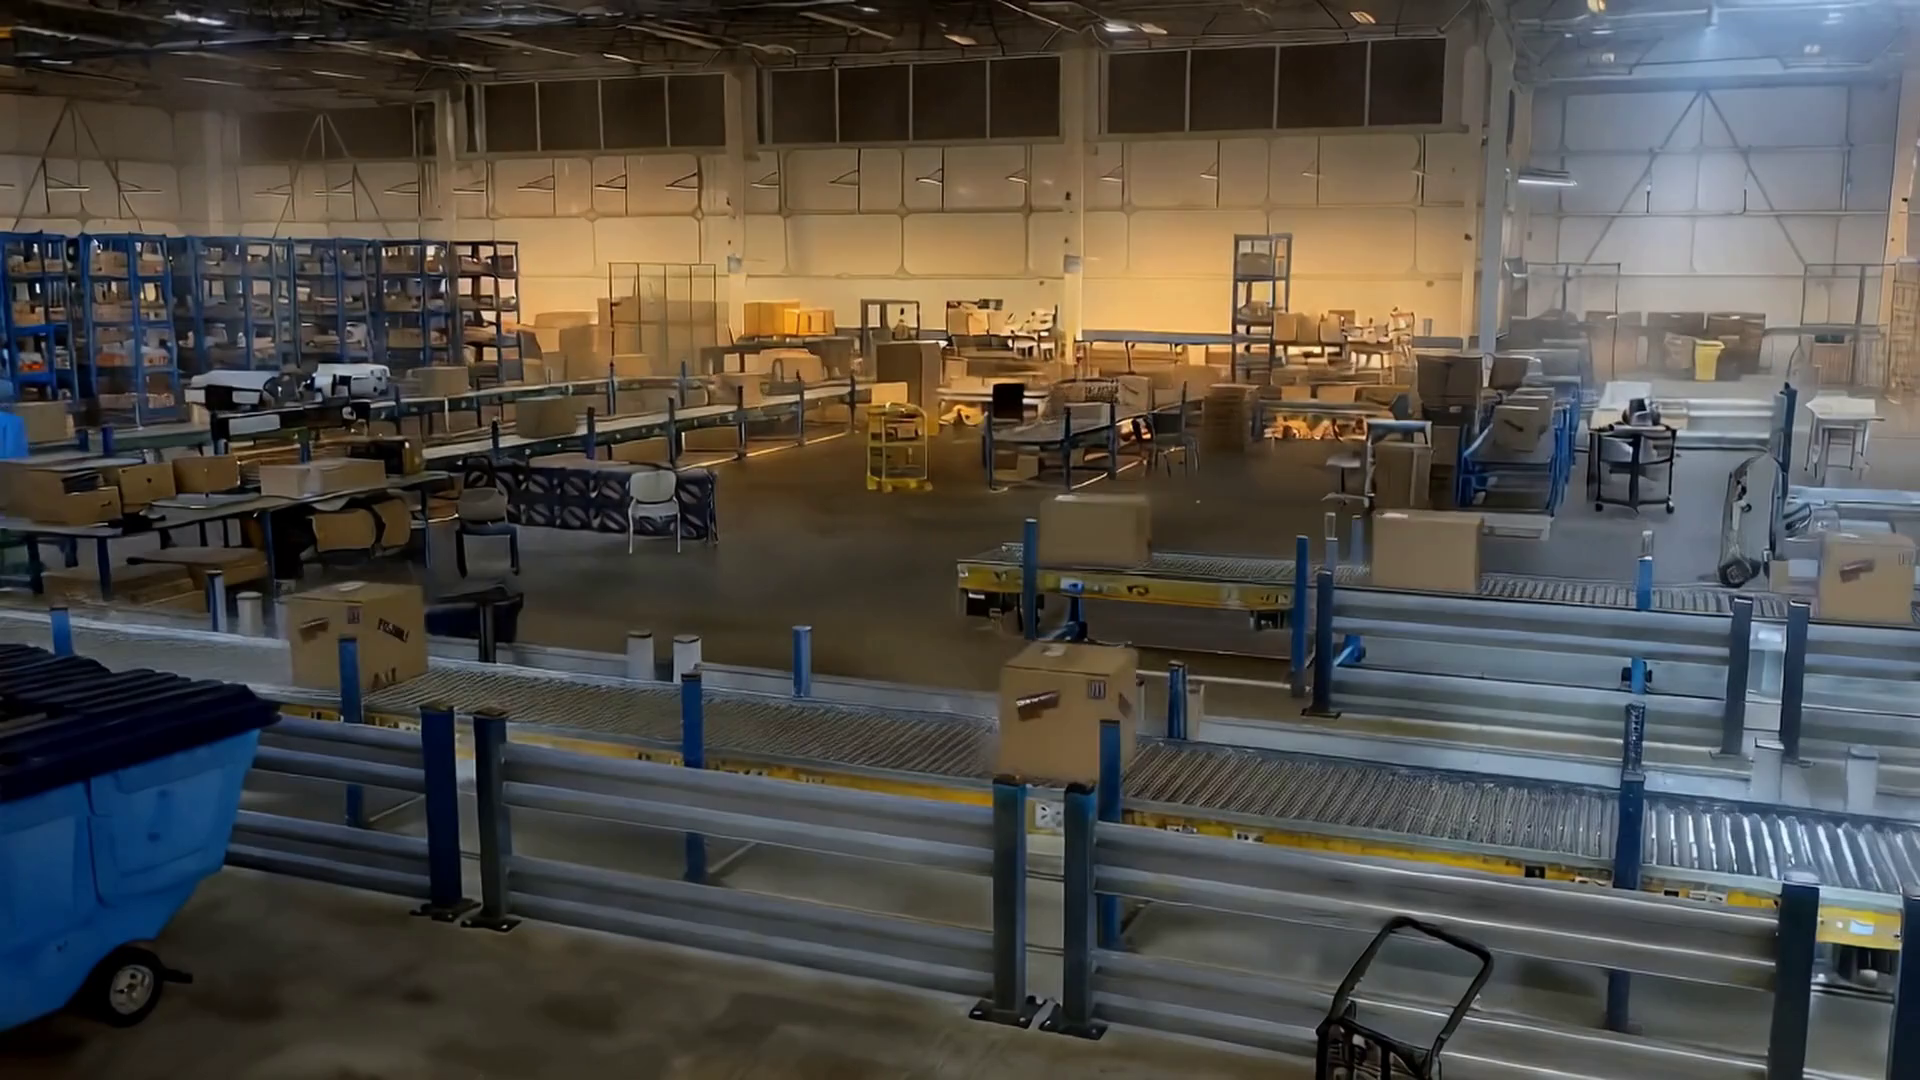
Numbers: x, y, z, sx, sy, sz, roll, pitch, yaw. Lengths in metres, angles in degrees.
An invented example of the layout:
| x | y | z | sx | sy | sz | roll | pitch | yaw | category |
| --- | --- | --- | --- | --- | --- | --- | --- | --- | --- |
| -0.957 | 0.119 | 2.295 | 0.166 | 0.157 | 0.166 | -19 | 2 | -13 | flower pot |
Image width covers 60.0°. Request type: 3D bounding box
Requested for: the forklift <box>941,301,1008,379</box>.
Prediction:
| x | y | z | sx | sy | sz | roll | pitch | yaw | category |
| --- | --- | --- | --- | --- | --- | --- | --- | --- | --- |
| 0.365 | -4.966 | 41.571 | 1.157 | 1.987 | 2.680 | 3 | 10 | 20 | forklift |

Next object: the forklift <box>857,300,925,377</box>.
| x | y | z | sx | sy | sz | roll | pitch | yaw | category |
| --- | --- | --- | --- | --- | --- | --- | --- | --- | --- |
| -1.732 | -5.109 | 42.468 | 1.157 | 1.987 | 2.680 | 4 | 10 | 22 | forklift |

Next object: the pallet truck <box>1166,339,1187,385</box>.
| x | y | z | sx | sy | sz | roll | pitch | yaw | category |
| --- | --- | --- | --- | --- | --- | --- | --- | --- | --- |
| 5.418 | -4.269 | 40.420 | 0.704 | 1.261 | 1.522 | 3 | 10 | 20 | pallet truck |

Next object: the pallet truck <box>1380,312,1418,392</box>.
| x | y | z | sx | sy | sz | roll | pitch | yaw | category |
| --- | --- | --- | --- | --- | --- | --- | --- | --- | --- |
| 10.207 | -4.283 | 38.369 | 0.823 | 1.965 | 1.885 | 3 | 10 | 20 | pallet truck |

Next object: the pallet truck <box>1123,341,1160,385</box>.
| x | y | z | sx | sy | sz | roll | pitch | yaw | category |
| --- | --- | --- | --- | --- | --- | --- | --- | --- | --- |
| 4.445 | -4.380 | 41.279 | 0.680 | 1.201 | 1.601 | 4 | 10 | 22 | pallet truck |

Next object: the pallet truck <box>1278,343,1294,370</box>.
| x | y | z | sx | sy | sz | roll | pitch | yaw | category |
| --- | --- | --- | --- | --- | --- | --- | --- | --- | --- |
| 7.886 | -4.163 | 39.743 | 0.653 | 1.274 | 1.630 | 4 | 10 | 22 | pallet truck |

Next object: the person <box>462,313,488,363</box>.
| x | y | z | sx | sy | sz | roll | pitch | yaw | category |
| --- | --- | --- | --- | --- | --- | --- | --- | --- | --- |
| -12.468 | -5.008 | 42.837 | 0.654 | 1.964 | 0.837 | -7 | 11 | -35 | person |

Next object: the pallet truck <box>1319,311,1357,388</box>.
| x | y | z | sx | sy | sz | roll | pitch | yaw | category |
| --- | --- | --- | --- | --- | --- | --- | --- | --- | --- |
| 9.071 | -4.419 | 39.190 | 0.823 | 1.965 | 1.885 | 5 | 10 | 26 | pallet truck |

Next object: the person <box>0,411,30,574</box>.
| x | y | z | sx | sy | sz | roll | pitch | yaw | category |
| --- | --- | --- | --- | --- | --- | --- | --- | --- | --- |
| -9.417 | -0.573 | 16.194 | 0.387 | 1.901 | 0.717 | 8 | 12 | 39 | person |
